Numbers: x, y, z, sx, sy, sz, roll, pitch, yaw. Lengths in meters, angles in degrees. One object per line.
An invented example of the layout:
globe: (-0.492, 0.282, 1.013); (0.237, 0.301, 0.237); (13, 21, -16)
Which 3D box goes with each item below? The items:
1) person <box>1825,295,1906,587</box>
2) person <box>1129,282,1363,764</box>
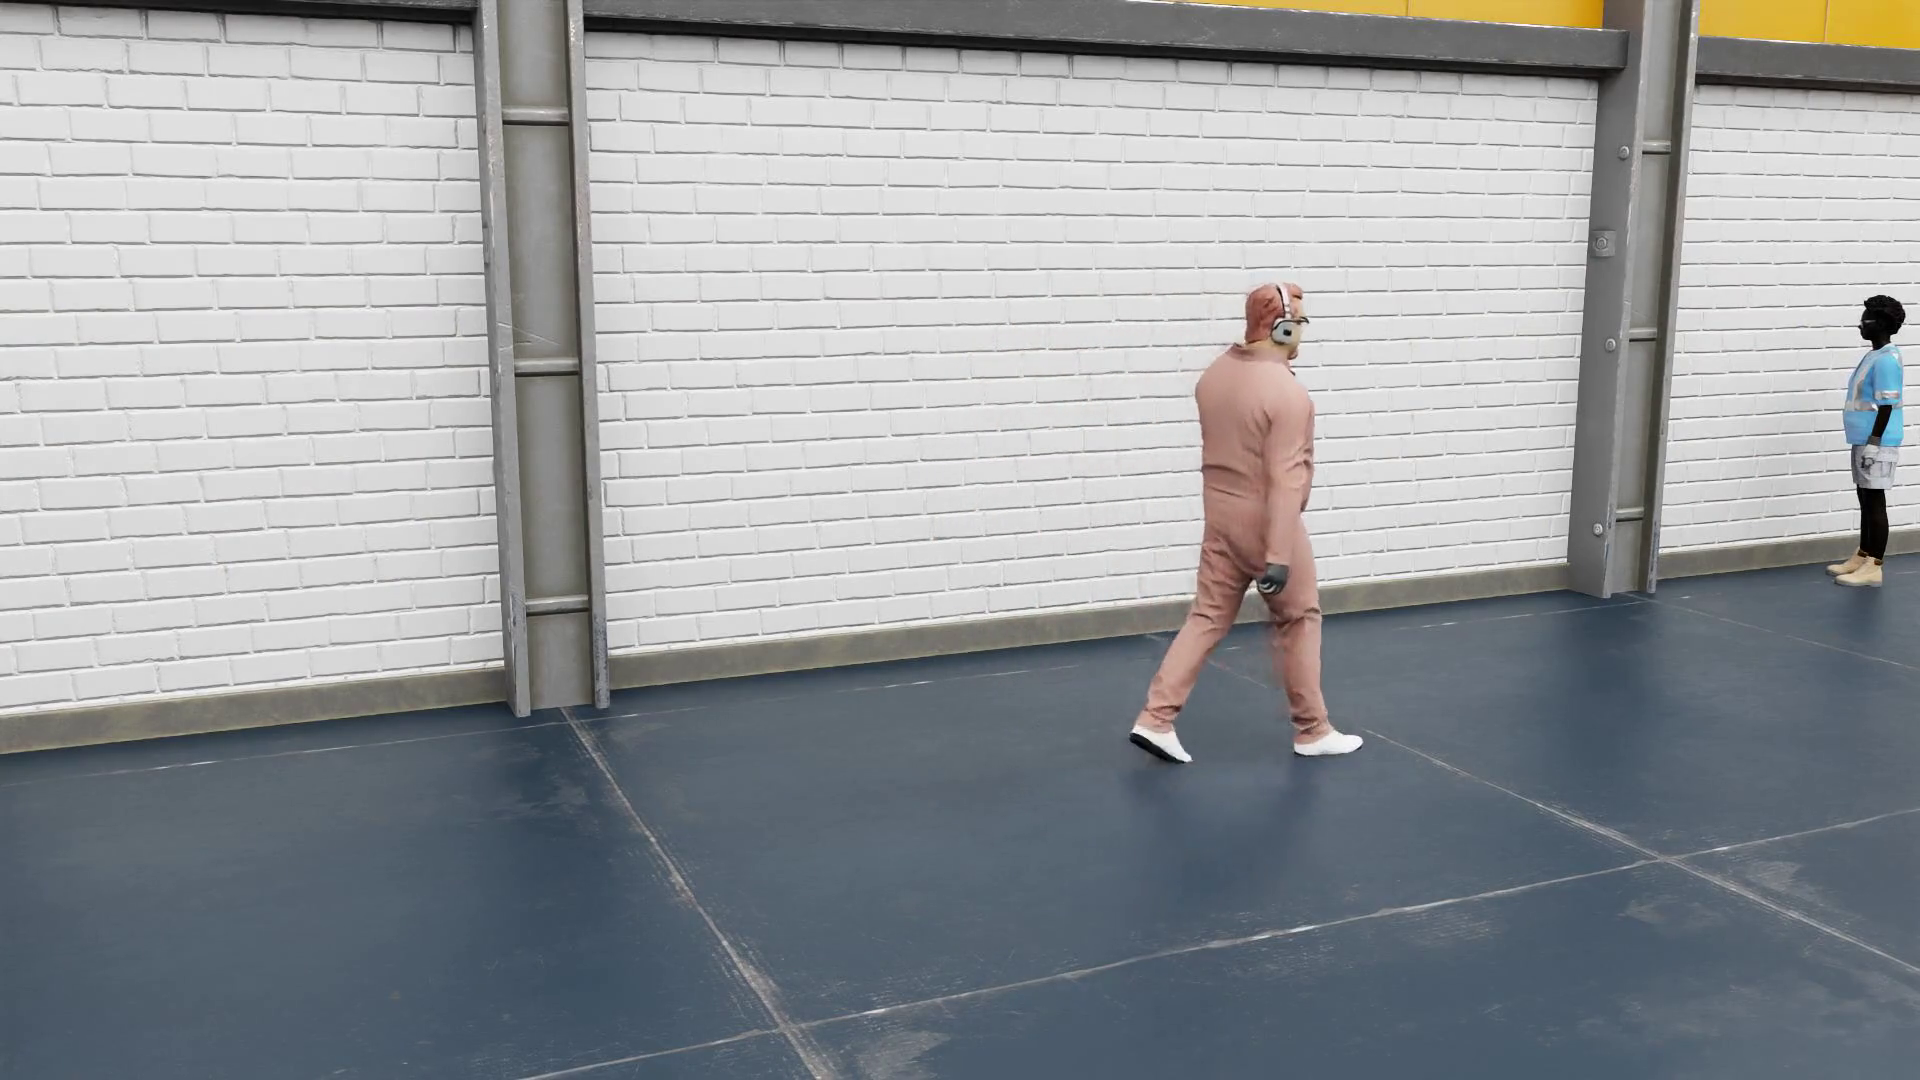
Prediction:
person: (5.329, -0.576, 9.729); (0.319, 1.696, 0.532); (4, 11, 20)
person: (1.096, -0.047, 6.355); (0.955, 1.869, 0.646); (-5, 12, -27)
